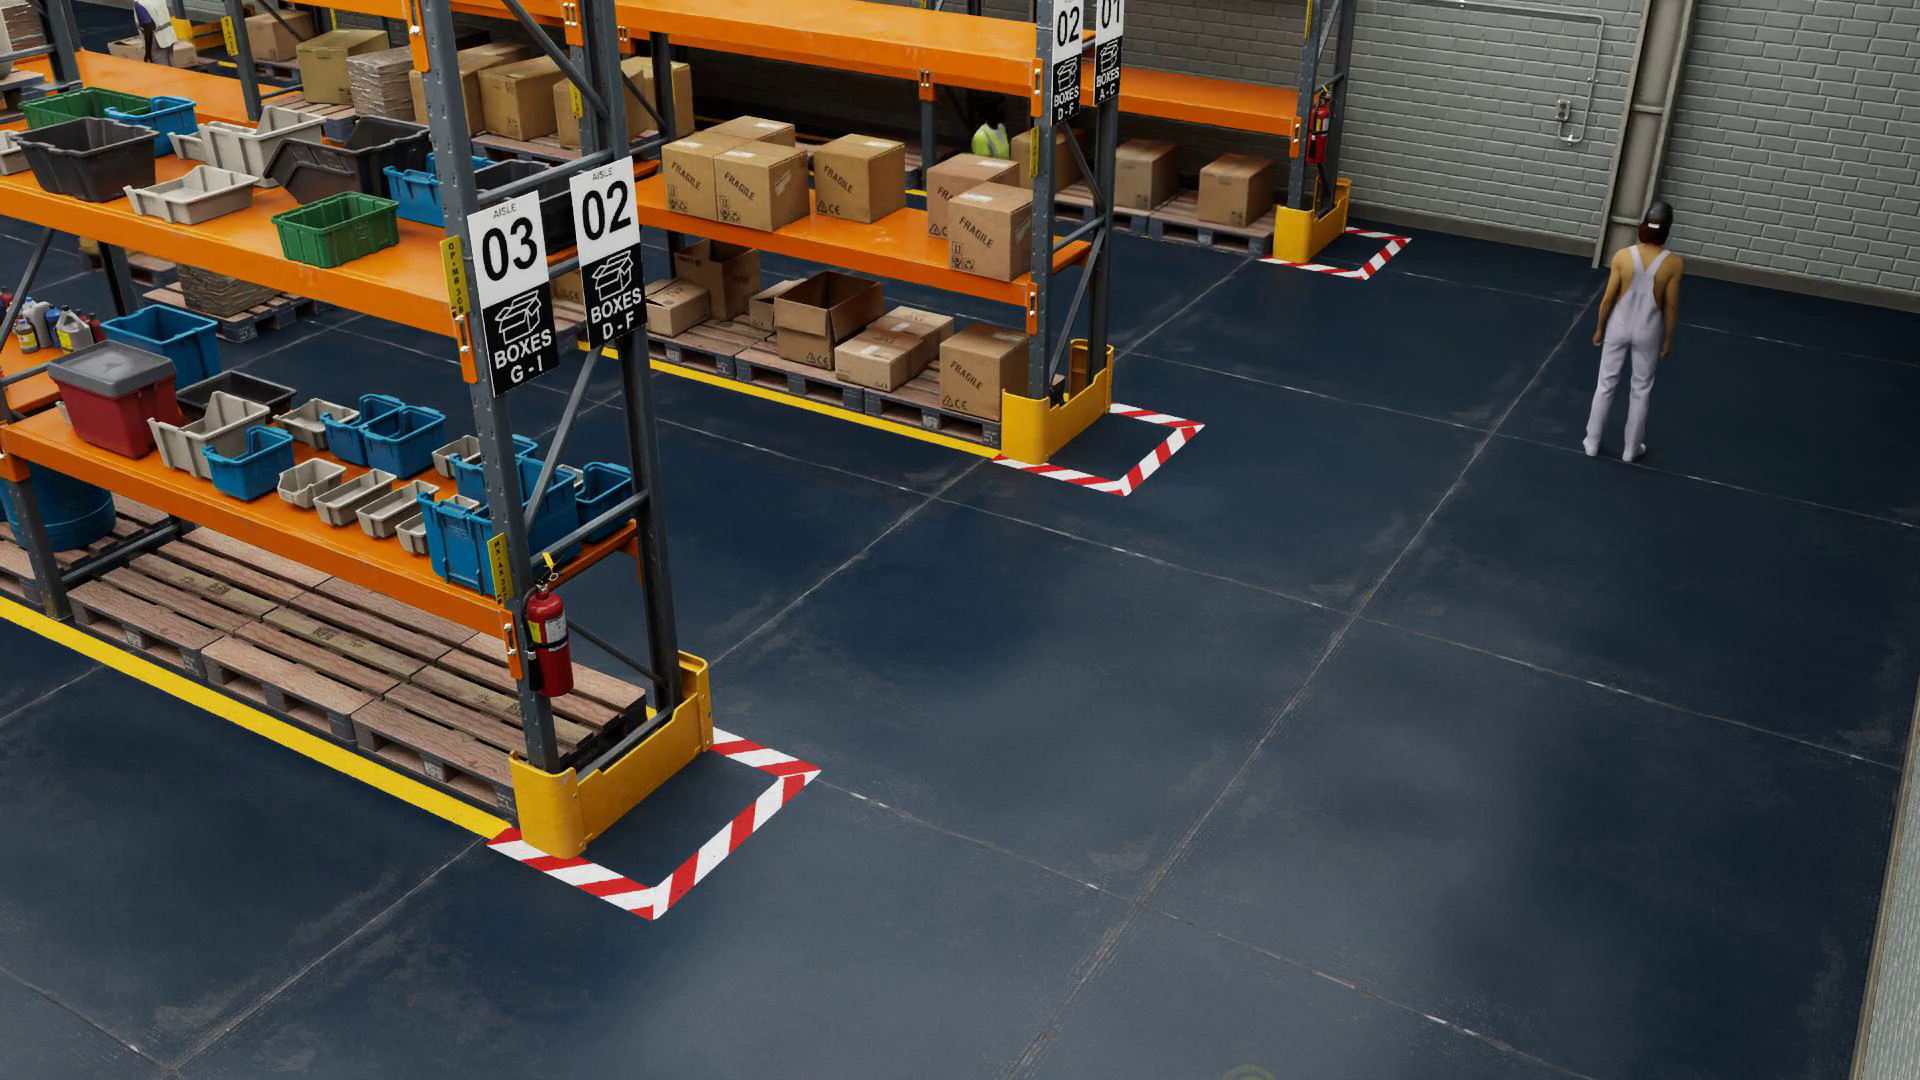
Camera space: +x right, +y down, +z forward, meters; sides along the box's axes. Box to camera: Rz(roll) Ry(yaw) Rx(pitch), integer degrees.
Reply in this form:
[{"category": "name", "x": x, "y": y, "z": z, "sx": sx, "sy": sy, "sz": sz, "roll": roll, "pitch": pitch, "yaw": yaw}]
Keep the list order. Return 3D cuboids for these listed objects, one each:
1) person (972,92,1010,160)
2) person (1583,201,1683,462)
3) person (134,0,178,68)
[{"category": "person", "x": 0.234, "y": -3.205, "z": 14.955, "sx": 0.872, "sy": 1.656, "sz": 0.527, "roll": 16, "pitch": 33, "yaw": 26}, {"category": "person", "x": 4.710, "y": -1.459, "z": 11.615, "sx": 0.509, "sy": 1.862, "sz": 0.389, "roll": 14, "pitch": 32, "yaw": 23}, {"category": "person", "x": -9.265, "y": -5.701, "z": 19.252, "sx": 0.388, "sy": 1.838, "sz": 0.563, "roll": 1, "pitch": 29, "yaw": 1}]
